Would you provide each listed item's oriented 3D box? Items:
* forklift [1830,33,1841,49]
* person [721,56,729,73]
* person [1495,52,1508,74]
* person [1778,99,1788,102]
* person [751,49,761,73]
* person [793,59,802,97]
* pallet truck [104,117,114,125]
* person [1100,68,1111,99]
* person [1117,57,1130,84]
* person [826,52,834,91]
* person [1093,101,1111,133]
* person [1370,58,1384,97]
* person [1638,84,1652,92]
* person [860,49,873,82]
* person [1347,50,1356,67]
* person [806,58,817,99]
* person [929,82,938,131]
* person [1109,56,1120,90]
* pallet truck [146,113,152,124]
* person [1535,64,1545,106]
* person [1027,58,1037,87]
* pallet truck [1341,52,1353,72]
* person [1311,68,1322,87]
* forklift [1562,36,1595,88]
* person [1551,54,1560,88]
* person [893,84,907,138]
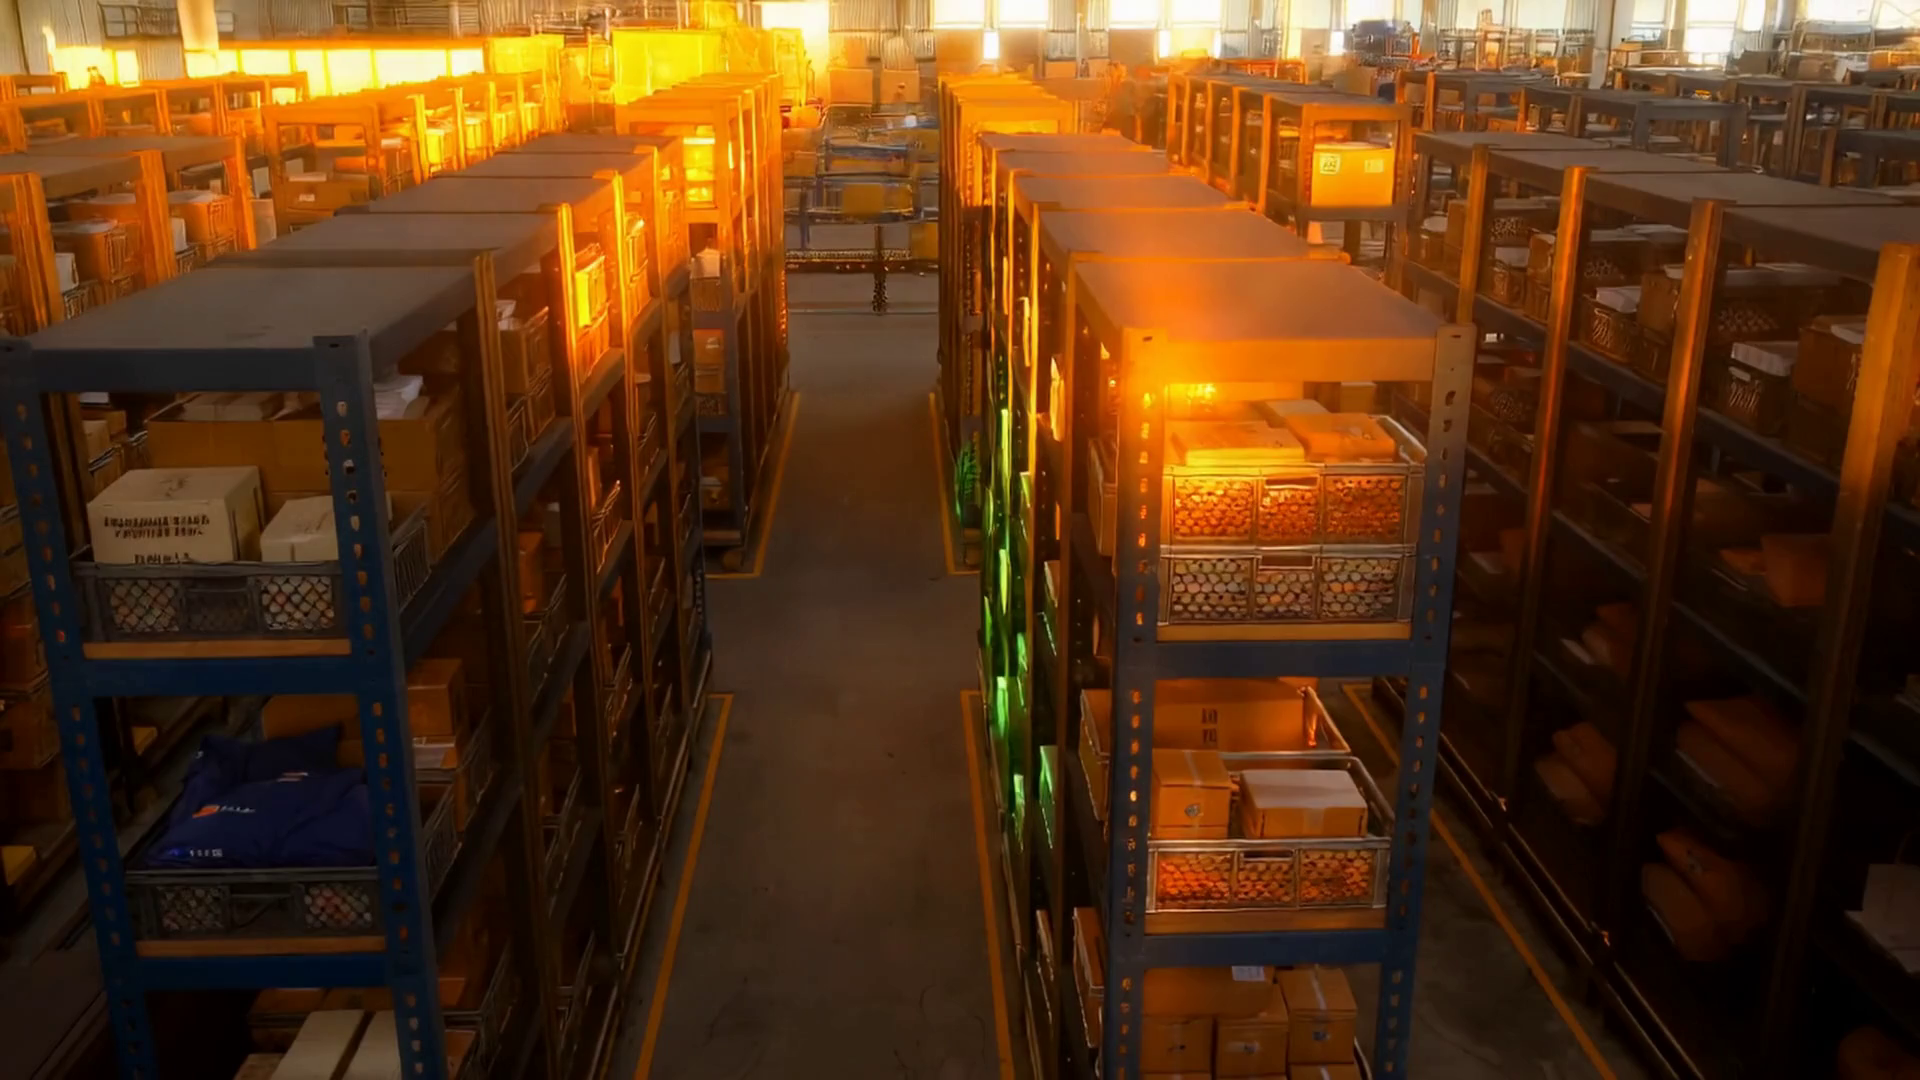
[{"bbox_3d":[43.715,-23.952,83.383,1.873,2.768,1.129,5,19,16],"label":"forklift"},{"bbox_3d":[-13.219,-26.744,93.773,0.948,1.792,0.648,-3,18,-9],"label":"person"},{"bbox_3d":[28.108,-24.416,86.437,0.801,1.888,0.566,16,24,40],"label":"person"},{"bbox_3d":[20.995,-10.352,42.696,0.632,2.003,0.863,3,18,9],"label":"person"},{"bbox_3d":[-11.251,-26.154,91.764,0.586,1.910,0.395,-7,19,-22],"label":"person"},{"bbox_3d":[-7.511,-21.314,76.737,0.365,1.936,0.548,7,19,20],"label":"person"},{"bbox_3d":[-18.367,-7.885,35.078,1.885,1.965,0.823,1,18,2],"label":"pallet truck"},{"bbox_3d":[5.532,-16.981,63.345,0.433,1.919,0.565,6,19,18],"label":"person"},{"bbox_3d":[7.405,-20.878,75.375,0.611,1.948,0.396,12,21,33],"label":"person"},{"bbox_3d":[-6.602,-23.845,84.599,0.369,1.913,0.597,-12,22,-33],"label":"person"},{"bbox_3d":[4.083,-11.650,47.345,0.537,1.603,0.710,-4,18,-12],"label":"person"},{"bbox_3d":[17.925,-19.667,71.468,0.536,2.000,0.688,-2,18,-5],"label":"person"},{"bbox_3d":[25.041,-16.044,60.917,0.508,1.629,0.316,-1,18,-3],"label":"person"},{"bbox_3d":[-5.202,-26.554,93.101,0.799,1.847,0.521,-11,21,-31],"label":"person"},{"bbox_3d":[20.639,-24.804,87.561,0.383,1.917,0.584,-13,22,-34],"label":"person"},{"bbox_3d":[-6.882,-21.342,76.964,0.506,1.846,0.345,-4,18,-14],"label":"person"},{"bbox_3d":[-0.786,-13.644,53.074,0.901,1.895,0.557,5,19,15],"label":"person"},{"bbox_3d":[7.302,-21.913,78.690,0.574,1.876,0.354,-5,19,-15],"label":"person"},{"bbox_3d":[-18.087,-8.309,36.390,1.885,1.965,0.823,-1,18,-4],"label":"pallet truck"},{"bbox_3d":[24.092,-18.864,69.282,0.507,1.860,0.325,-9,20,-26],"label":"person"},{"bbox_3d":[3.415,-21.562,77.655,0.847,1.836,0.641,3,18,10],"label":"person"},{"bbox_3d":[18.794,-23.123,82.231,0.823,1.965,1.885,-13,22,-35],"label":"pallet truck"},{"bbox_3d":[13.434,-16.873,62.953,0.379,1.959,0.602,15,23,38],"label":"person"},{"bbox_3d":[29.222,-22.050,77.496,1.873,2.768,1.129,-5,19,-16],"label":"forklift"},{"bbox_3d":[29.829,-23.423,83.427,0.630,1.831,0.589,-12,21,-32],"label":"person"},{"bbox_3d":[-1.871,-13.709,53.405,0.551,1.809,0.597,-8,20,-24],"label":"person"}]
